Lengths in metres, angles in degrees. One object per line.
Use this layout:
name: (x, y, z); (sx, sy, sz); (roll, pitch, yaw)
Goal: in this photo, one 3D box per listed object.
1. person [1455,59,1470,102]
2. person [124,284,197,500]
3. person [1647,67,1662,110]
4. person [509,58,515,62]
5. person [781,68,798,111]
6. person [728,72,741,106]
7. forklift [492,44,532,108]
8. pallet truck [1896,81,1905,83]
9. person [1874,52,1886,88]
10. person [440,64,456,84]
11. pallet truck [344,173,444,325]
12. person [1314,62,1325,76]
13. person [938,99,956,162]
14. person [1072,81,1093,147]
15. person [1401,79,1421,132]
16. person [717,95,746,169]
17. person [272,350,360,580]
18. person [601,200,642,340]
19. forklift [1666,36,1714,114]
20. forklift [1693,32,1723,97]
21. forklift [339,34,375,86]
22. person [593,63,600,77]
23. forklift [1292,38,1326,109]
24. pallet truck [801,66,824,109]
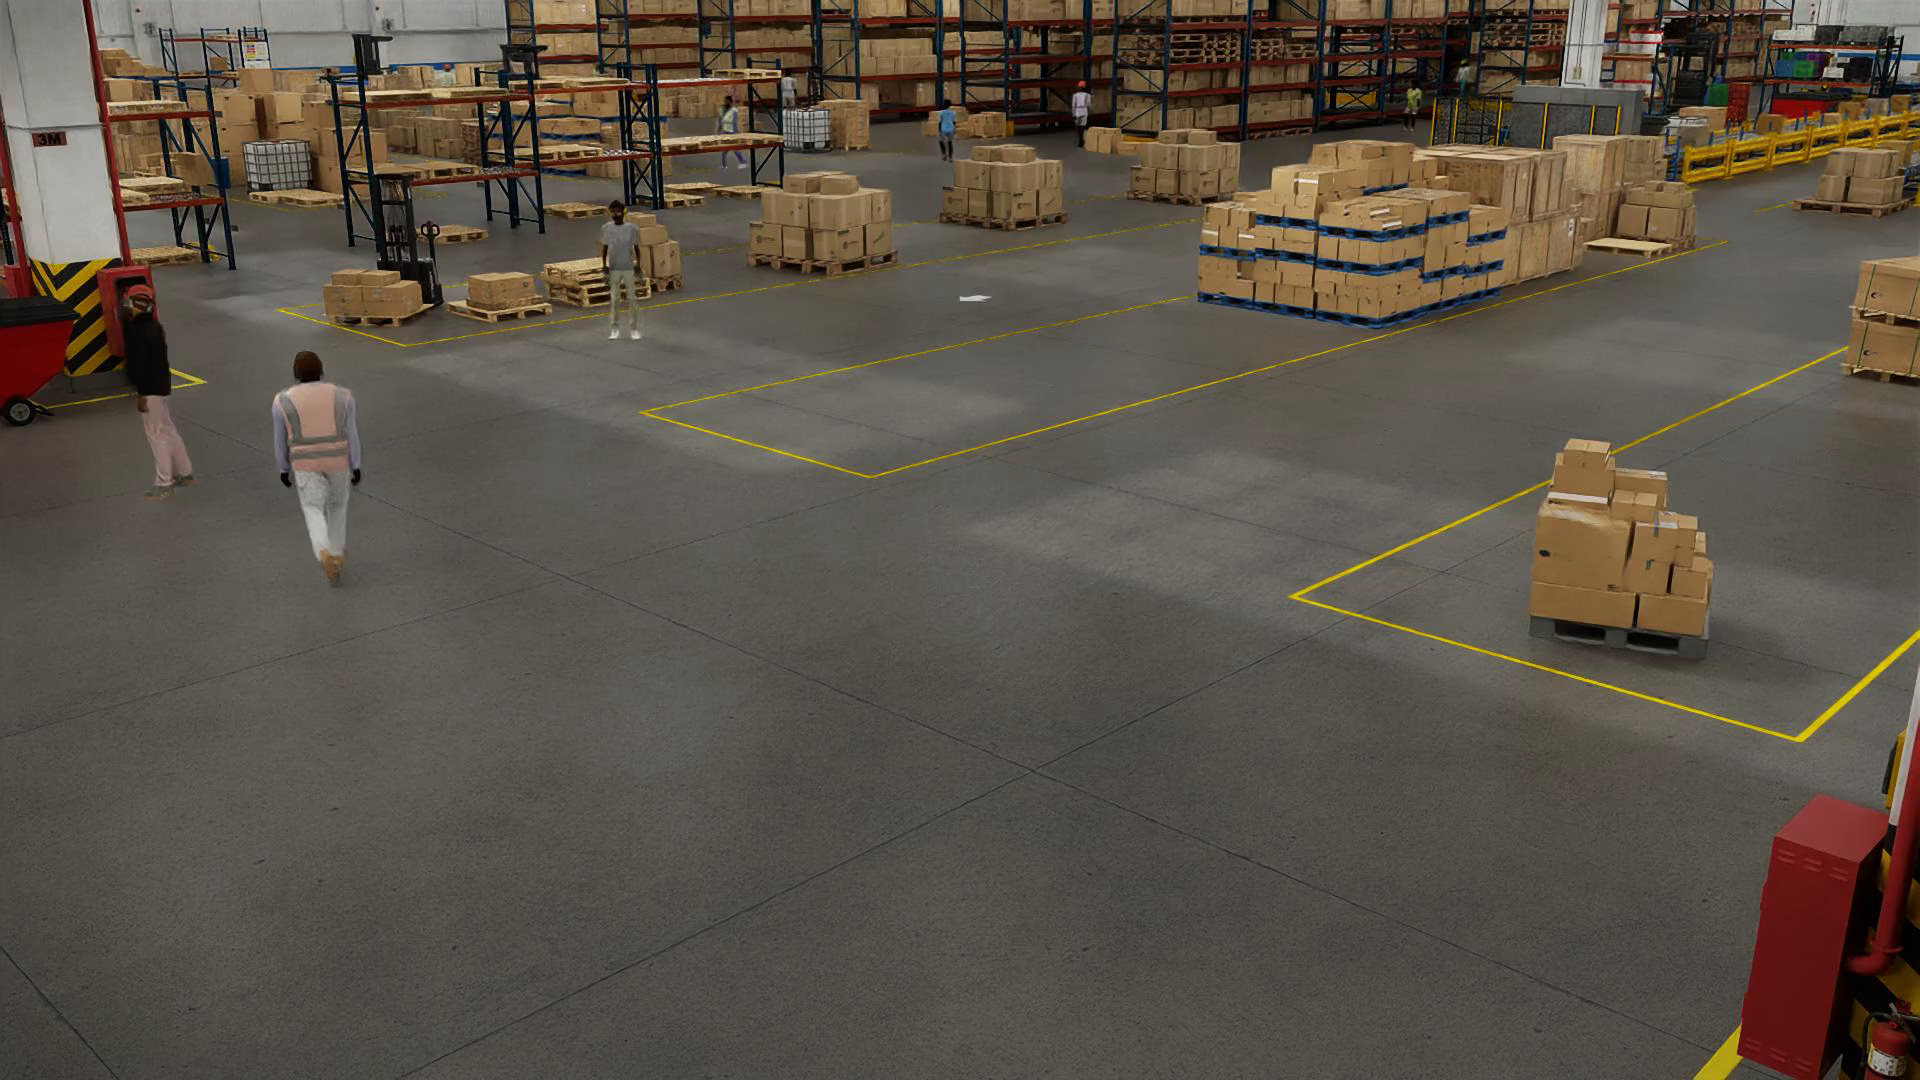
person: (20.911, -19.103, 69.160); (0.920, 1.718, 0.547); (-13, 23, -35)
person: (-7.455, -1.371, 15.397); (0.386, 1.941, 0.710); (-3, 19, -9)
person: (26.895, -17.502, 64.449); (0.886, 1.634, 0.565); (-16, 24, -40)
person: (-17.662, -18.045, 65.687); (0.871, 1.897, 0.633); (6, 19, 16)
person: (-5.885, -15.256, 57.266); (0.677, 1.902, 0.984); (1, 18, 2)
person: (-7.714, -15.074, 56.724); (0.402, 1.904, 0.652); (-11, 21, -31)
forklift: (-14.174, -14.481, 53.410); (1.873, 2.768, 1.129); (17, 25, 41)
pallet truck: (34.802, -16.331, 61.455); (0.653, 1.274, 1.630); (17, 25, 41)
person: (43.240, -22.072, 78.102); (0.488, 1.715, 0.753); (-5, 19, -16)
person: (-18.411, -16.127, 59.849); (0.623, 1.952, 1.038); (-1, 18, -2)
pallet truck: (-8.209, -4.181, 23.757); (0.823, 1.965, 1.885); (3, 19, 9)
person: (15.343, -19.984, 71.566); (0.653, 1.881, 0.853); (4, 19, 12)
person: (-0.354, -11.096, 45.095); (0.541, 1.684, 0.391); (-7, 20, -20)
person: (3.632, -12.700, 49.617); (0.563, 1.891, 1.018); (6, 19, 17)
person: (14.733, -14.174, 54.333); (0.554, 1.682, 0.568); (17, 25, 42)
person: (-6.018, -10.618, 43.332); (0.723, 1.897, 0.552); (13, 22, 33)
person: (-5.086, -0.589, 13.230); (0.636, 1.816, 0.811); (-9, 20, -25)
person: (-4.524, -3.608, 22.233); (0.533, 1.868, 0.310); (-2, 18, -6)
forklift: (27.341, -17.291, 61.877); (1.129, 2.768, 1.873); (17, 25, 41)
forklift: (30.275, -19.228, 67.714); (1.129, 2.768, 1.873); (17, 25, 41)
forklift: (-23.287, -18.355, 65.083); (1.129, 2.768, 1.873); (17, 25, 41)
person: (-14.769, -18.733, 68.181); (0.576, 1.624, 0.483); (9, 20, 25)
forklift: (12.260, -16.549, 59.642); (1.129, 2.768, 1.873); (17, 25, 41)
pallet truck: (-4.812, -15.182, 56.903); (0.823, 1.965, 1.885); (-9, 21, -26)
